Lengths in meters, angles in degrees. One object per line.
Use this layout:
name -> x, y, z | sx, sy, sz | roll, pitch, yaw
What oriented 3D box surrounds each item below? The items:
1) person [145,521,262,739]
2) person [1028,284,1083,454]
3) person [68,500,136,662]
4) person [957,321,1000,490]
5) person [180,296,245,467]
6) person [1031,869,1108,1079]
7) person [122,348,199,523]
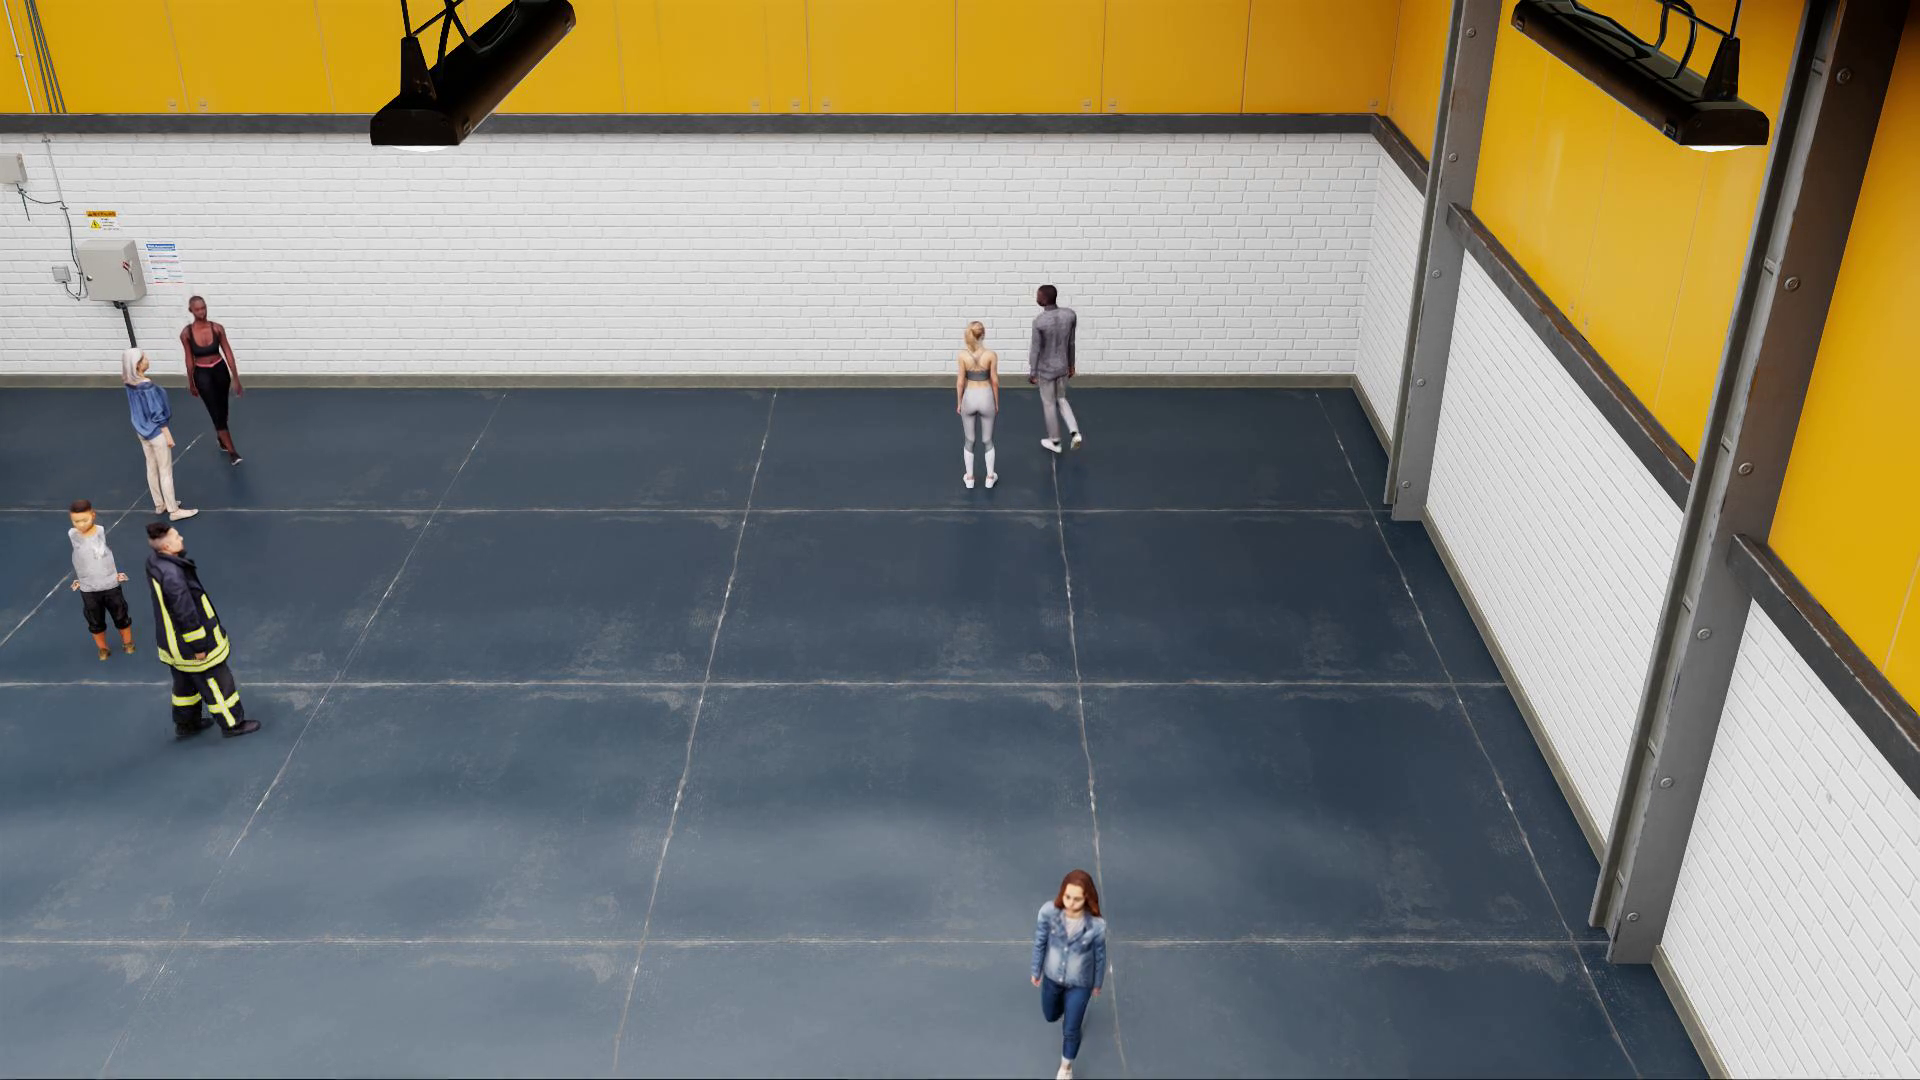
person -> -5.760, 0.665, 12.309 | 1.004, 1.856, 0.940 | -23, 36, -35
person -> 0.967, -1.665, 16.626 | 0.897, 1.813, 0.973 | -16, 32, -26
person -> -6.973, 0.280, 13.432 | 0.644, 1.456, 0.640 | -13, 31, -23
person -> 0.174, -1.305, 16.077 | 0.566, 1.706, 0.525 | 2, 29, 3
person -> -7.501, -1.630, 16.665 | 1.071, 1.713, 1.248 | -19, 34, -31
person -> 0.635, 2.439, 9.469 | 0.747, 1.461, 0.931 | 10, 30, 18
person -> -7.533, -0.996, 15.520 | 0.709, 1.697, 0.748 | 20, 35, 32
